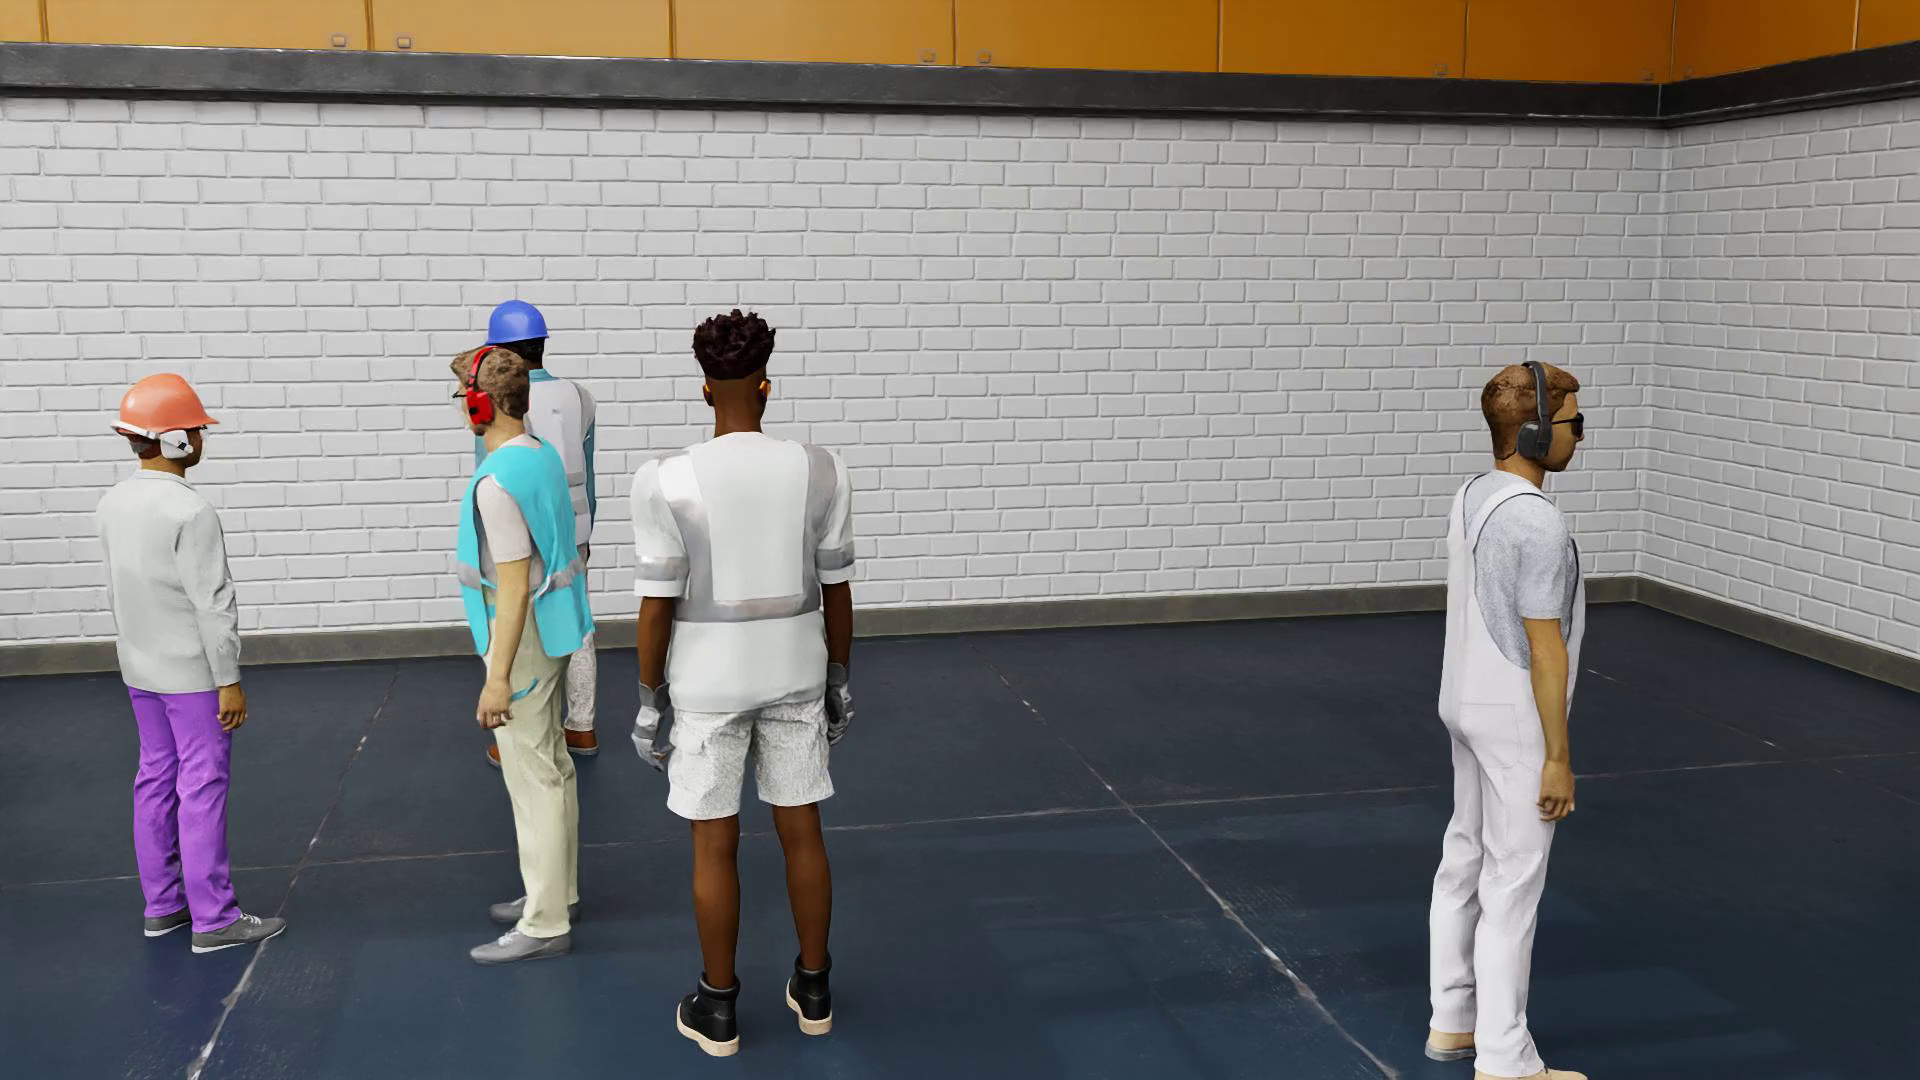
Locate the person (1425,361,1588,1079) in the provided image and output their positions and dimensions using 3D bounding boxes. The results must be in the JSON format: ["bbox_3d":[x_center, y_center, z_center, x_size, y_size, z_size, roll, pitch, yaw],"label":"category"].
[{"bbox_3d":[1.378,0.479,4.152,0.345,1.846,0.507,-2,9,-9],"label":"person"}]

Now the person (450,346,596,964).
[{"bbox_3d":[-1.301,0.344,4.986,0.391,1.841,0.564,0,9,-2],"label":"person"}]

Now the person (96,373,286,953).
[{"bbox_3d":[-2.360,0.373,5.064,0.563,1.755,0.320,6,11,34],"label":"person"}]

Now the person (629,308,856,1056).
[{"bbox_3d":[-0.568,0.377,4.410,0.614,1.962,0.362,-4,10,-25],"label":"person"}]

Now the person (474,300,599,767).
[{"bbox_3d":[-1.760,-0.017,6.899,0.416,1.939,0.604,6,11,34],"label":"person"}]
